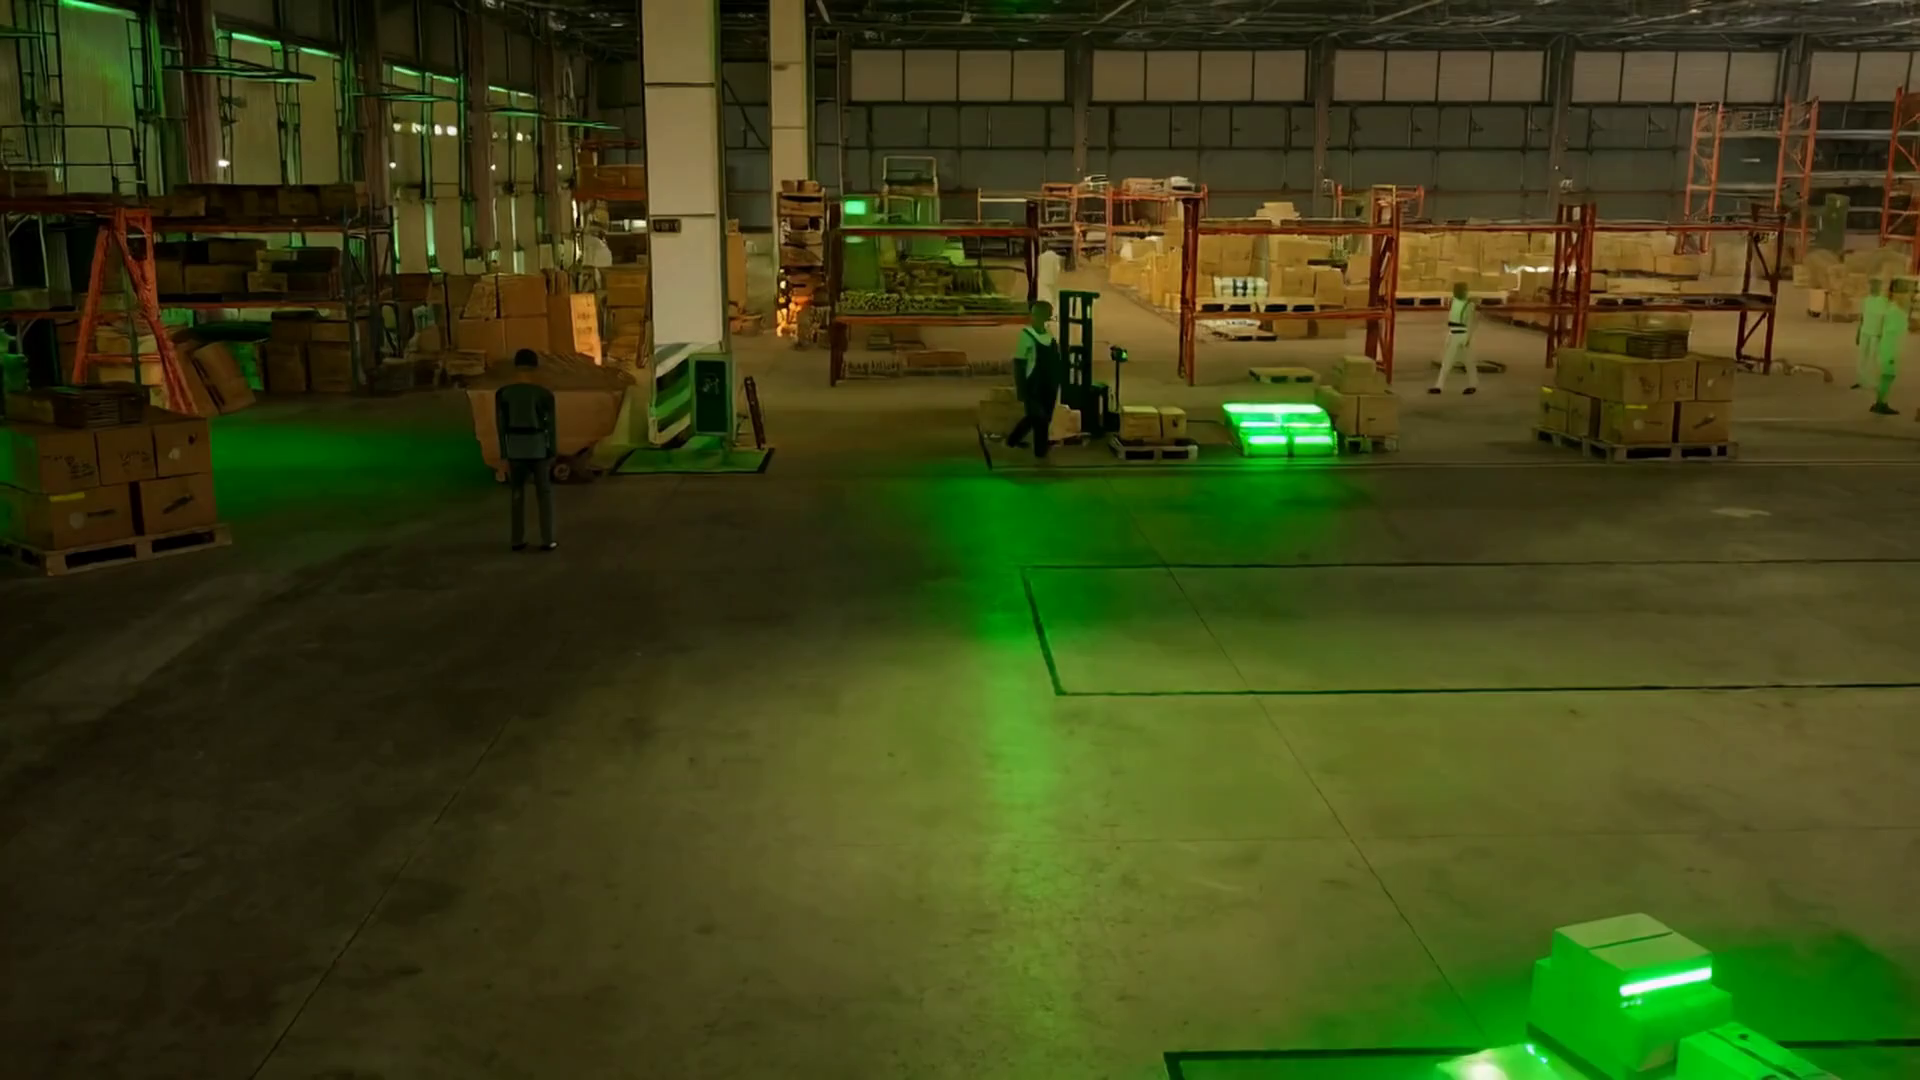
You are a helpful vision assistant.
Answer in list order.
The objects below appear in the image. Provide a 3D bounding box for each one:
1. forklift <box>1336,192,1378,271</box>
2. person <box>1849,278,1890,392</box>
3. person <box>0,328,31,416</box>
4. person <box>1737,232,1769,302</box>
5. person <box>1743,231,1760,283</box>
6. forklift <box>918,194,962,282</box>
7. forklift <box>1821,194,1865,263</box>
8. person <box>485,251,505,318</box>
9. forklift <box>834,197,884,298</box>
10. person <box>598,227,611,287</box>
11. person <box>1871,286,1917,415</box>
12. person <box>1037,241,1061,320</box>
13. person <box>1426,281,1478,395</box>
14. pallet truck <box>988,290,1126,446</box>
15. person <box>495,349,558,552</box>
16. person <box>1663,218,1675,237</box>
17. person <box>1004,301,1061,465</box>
[{"bbox_3d":[14.677,-11.108,59.875,1.873,2.768,1.129,0,12,-2],"label":"forklift"},{"bbox_3d":[14.911,-3.357,27.217,0.332,1.859,0.531,-6,14,-26],"label":"person"},{"bbox_3d":[-10.565,-1.432,18.517,0.330,1.860,0.518,5,13,21],"label":"person"},{"bbox_3d":[21.890,-7.504,45.786,0.599,1.922,0.638,7,14,28],"label":"person"},{"bbox_3d":[24.705,-8.865,51.933,0.561,1.918,0.460,0,12,-2],"label":"person"},{"bbox_3d":[-0.946,-9.832,54.110,1.873,2.768,1.129,-7,14,-28],"label":"forklift"},{"bbox_3d":[28.217,-9.747,53.727,1.873,2.768,1.129,0,12,-2],"label":"forklift"},{"bbox_3d":[-11.470,-6.269,40.876,0.524,1.632,0.321,11,17,41],"label":"person"},{"bbox_3d":[-2.975,-8.436,47.812,1.129,2.768,1.873,-4,13,-19],"label":"forklift"},{"bbox_3d":[-10.656,-8.449,50.059,0.602,1.915,0.514,8,15,33],"label":"person"},{"bbox_3d":[13.813,-2.800,24.621,0.488,1.909,0.605,9,15,35],"label":"person"},{"bbox_3d":[2.086,-6.241,40.081,0.643,1.917,0.632,-2,13,-10],"label":"person"},{"bbox_3d":[7.989,-3.224,26.675,0.974,1.829,0.596,-6,14,-24],"label":"person"},{"bbox_3d":[1.257,-2.299,22.111,1.885,1.965,0.823,-9,15,-35],"label":"pallet truck"},{"bbox_3d":[-4.074,-0.841,15.722,0.581,1.919,0.401,0,12,2],"label":"person"},{"bbox_3d":[23.844,-9.868,56.293,0.608,1.995,0.377,-1,13,-5],"label":"person"},{"bbox_3d":[0.946,-1.929,20.340,0.626,2.000,0.679,10,16,37],"label":"person"}]
